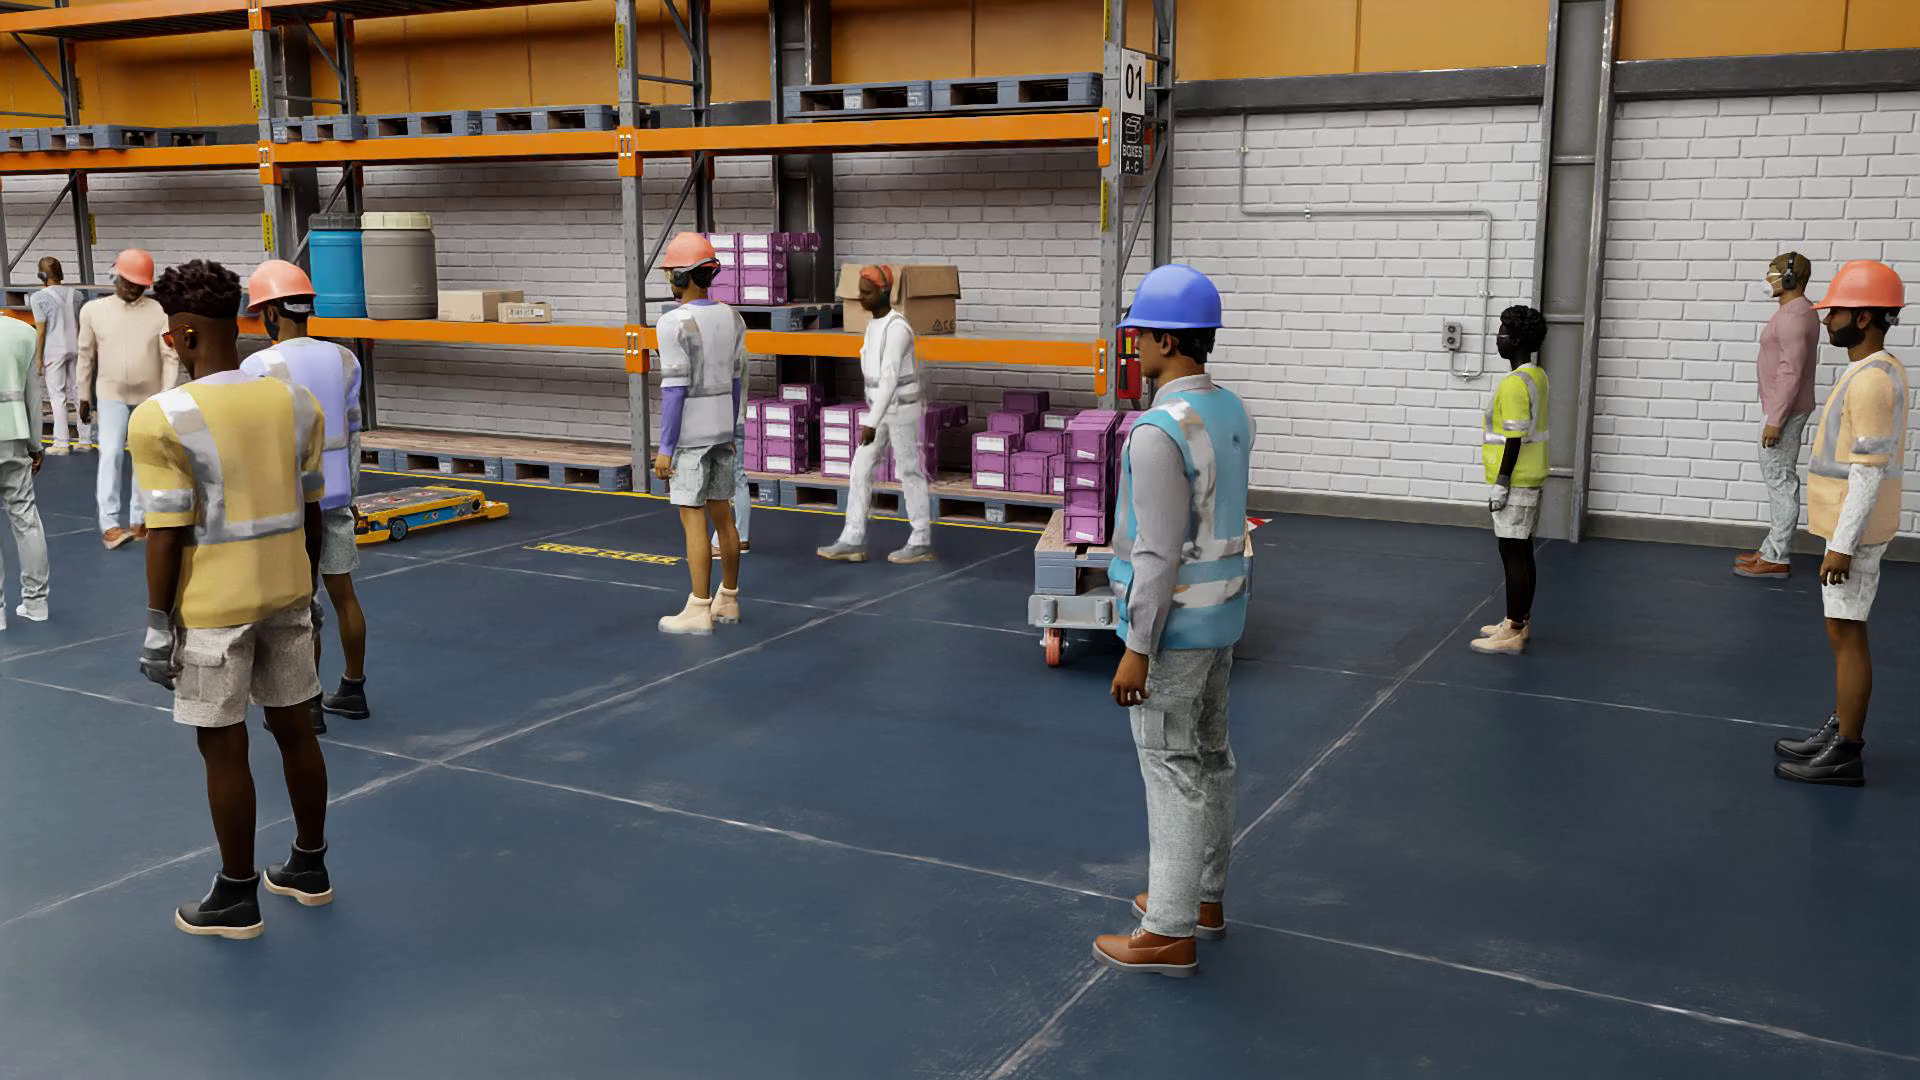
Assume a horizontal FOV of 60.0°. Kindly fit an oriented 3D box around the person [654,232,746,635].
[{"bbox_3d":[-1.349,-0.535,8.501,0.374,2.044,0.606,5,12,28],"label":"person"}]

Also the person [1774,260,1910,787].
[{"bbox_3d":[3.273,-0.054,6.154,0.357,1.938,0.542,5,12,28],"label":"person"}]

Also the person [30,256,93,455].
[{"bbox_3d":[-8.367,-1.706,15.474,0.346,1.842,0.506,5,12,28],"label":"person"}]

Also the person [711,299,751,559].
[{"bbox_3d":[-1.509,-0.695,10.502,0.289,1.633,0.497,5,12,28],"label":"person"}]

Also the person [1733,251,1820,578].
[{"bbox_3d":[4.884,-0.739,9.908,0.373,1.940,0.629,5,12,28],"label":"person"}]

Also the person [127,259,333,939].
[{"bbox_3d":[-2.104,0.176,4.832,0.368,1.960,0.602,5,12,28],"label":"person"}]

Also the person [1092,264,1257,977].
[{"bbox_3d":[0.598,0.227,4.585,0.386,1.948,0.601,5,12,28],"label":"person"}]

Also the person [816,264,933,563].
[{"bbox_3d":[-0.520,-0.745,10.162,0.844,1.845,0.586,-5,12,-26],"label":"person"}]

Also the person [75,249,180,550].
[{"bbox_3d":[-5.412,-0.911,10.855,0.643,1.933,0.861,-5,11,-25],"label":"person"}]

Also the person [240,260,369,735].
[{"bbox_3d":[-2.691,-0.168,6.796,0.366,1.931,0.542,5,12,28],"label":"person"}]

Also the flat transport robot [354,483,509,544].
[{"bbox_3d":[-3.867,-0.195,11.494,0.652,0.197,1.431,5,12,28],"label":"flat transport robot"}]

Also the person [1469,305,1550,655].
[{"bbox_3d":[2.700,-0.291,8.112,0.319,1.696,0.532,5,12,28],"label":"person"}]

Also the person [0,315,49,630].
[{"bbox_3d":[-5.015,-0.489,8.590,0.393,1.920,0.591,5,12,28],"label":"person"}]
